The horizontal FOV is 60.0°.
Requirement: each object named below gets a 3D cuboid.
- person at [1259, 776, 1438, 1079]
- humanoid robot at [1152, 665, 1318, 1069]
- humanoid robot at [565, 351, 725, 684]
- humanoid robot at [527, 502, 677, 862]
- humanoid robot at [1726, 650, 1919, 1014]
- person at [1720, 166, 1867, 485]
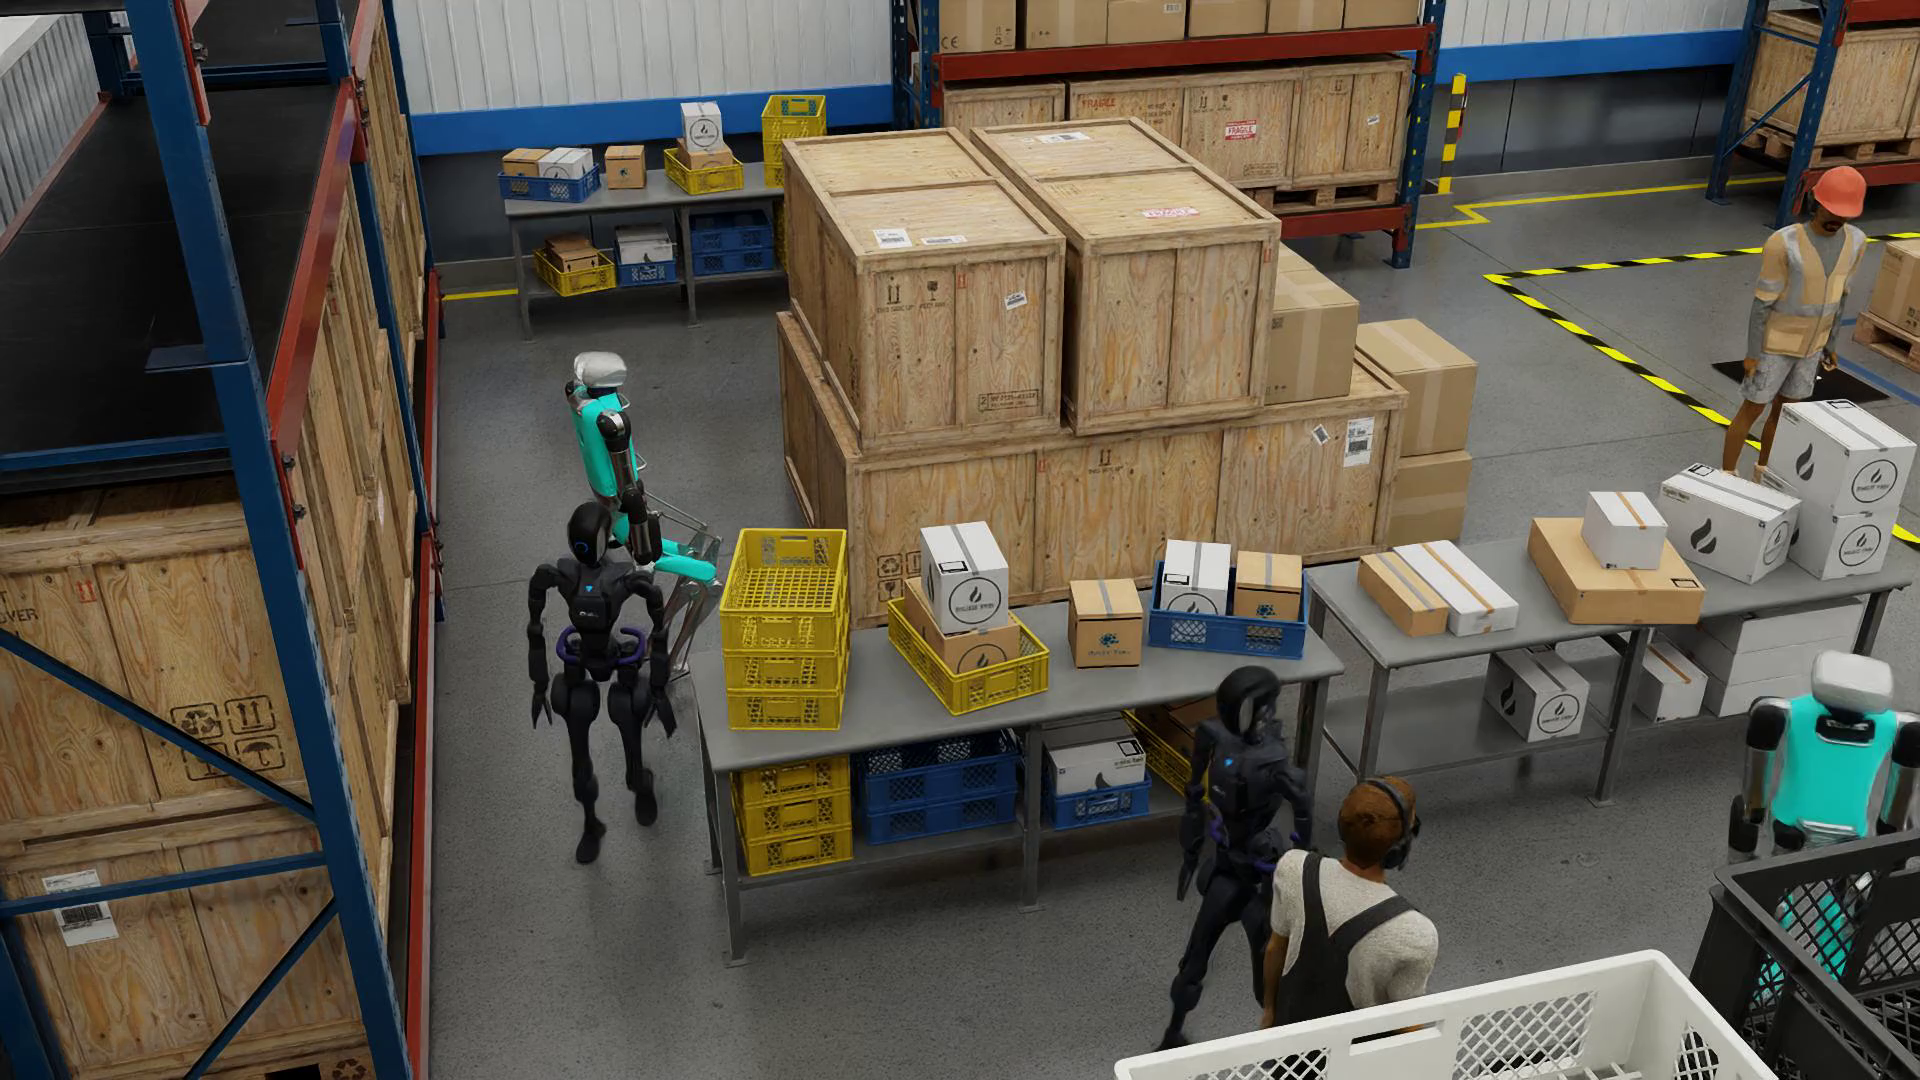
[{"bbox_3d":[1.093,1.462,4.844,0.507,1.838,0.337,24,37,36],"label":"person"},{"bbox_3d":[0.962,1.162,5.579,0.609,1.644,0.613,-19,34,-31],"label":"humanoid robot"},{"bbox_3d":[-1.375,-0.121,7.674,0.735,1.677,0.533,-16,33,-27],"label":"humanoid robot"},{"bbox_3d":[-1.438,0.537,6.678,0.596,1.636,0.445,0,29,-1],"label":"humanoid robot"},{"bbox_3d":[2.699,1.316,5.286,0.561,1.819,0.929,9,30,15],"label":"humanoid robot"},{"bbox_3d":[4.661,-1.090,9.269,0.607,2.033,0.400,-7,30,-12],"label":"person"}]
